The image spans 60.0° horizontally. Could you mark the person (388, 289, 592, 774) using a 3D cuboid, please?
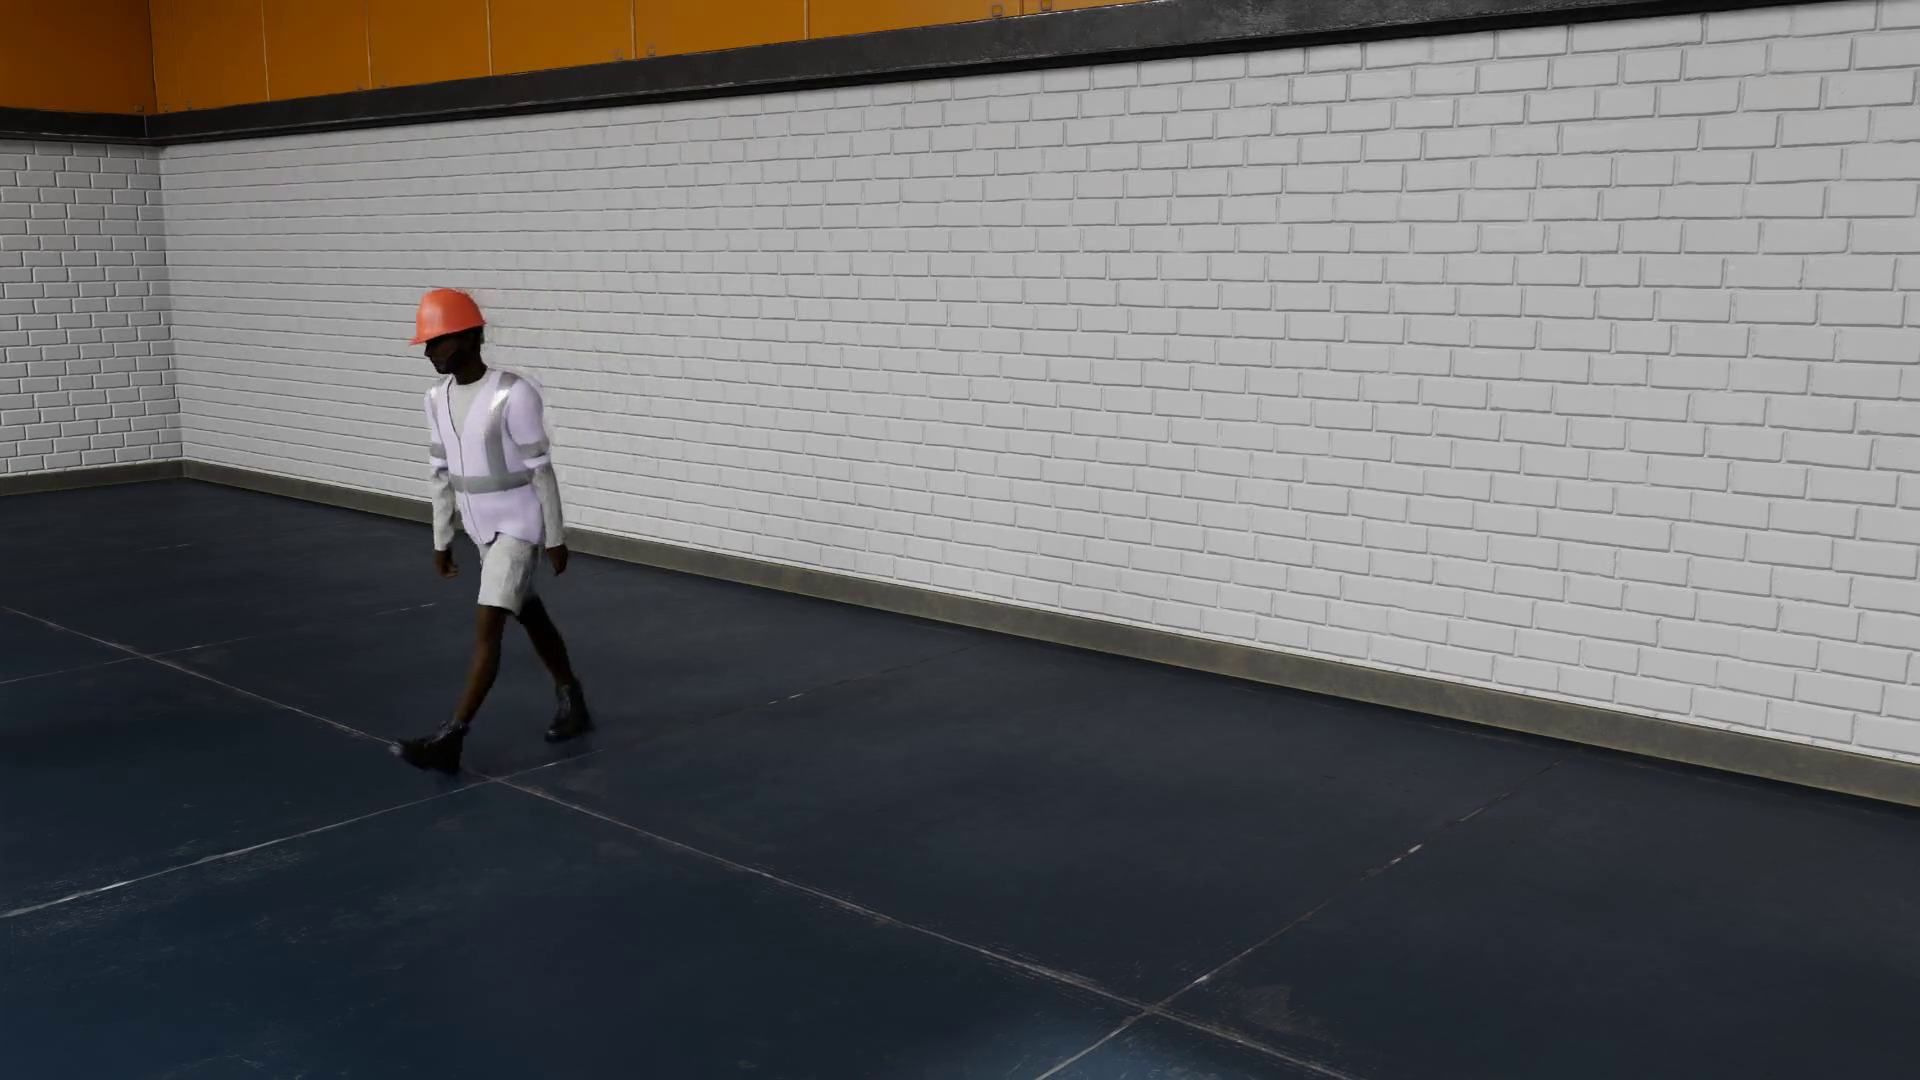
[{"bbox_3d":[-1.852,-0.046,6.541,0.551,1.860,1.057,7,12,34],"label":"person"}]
